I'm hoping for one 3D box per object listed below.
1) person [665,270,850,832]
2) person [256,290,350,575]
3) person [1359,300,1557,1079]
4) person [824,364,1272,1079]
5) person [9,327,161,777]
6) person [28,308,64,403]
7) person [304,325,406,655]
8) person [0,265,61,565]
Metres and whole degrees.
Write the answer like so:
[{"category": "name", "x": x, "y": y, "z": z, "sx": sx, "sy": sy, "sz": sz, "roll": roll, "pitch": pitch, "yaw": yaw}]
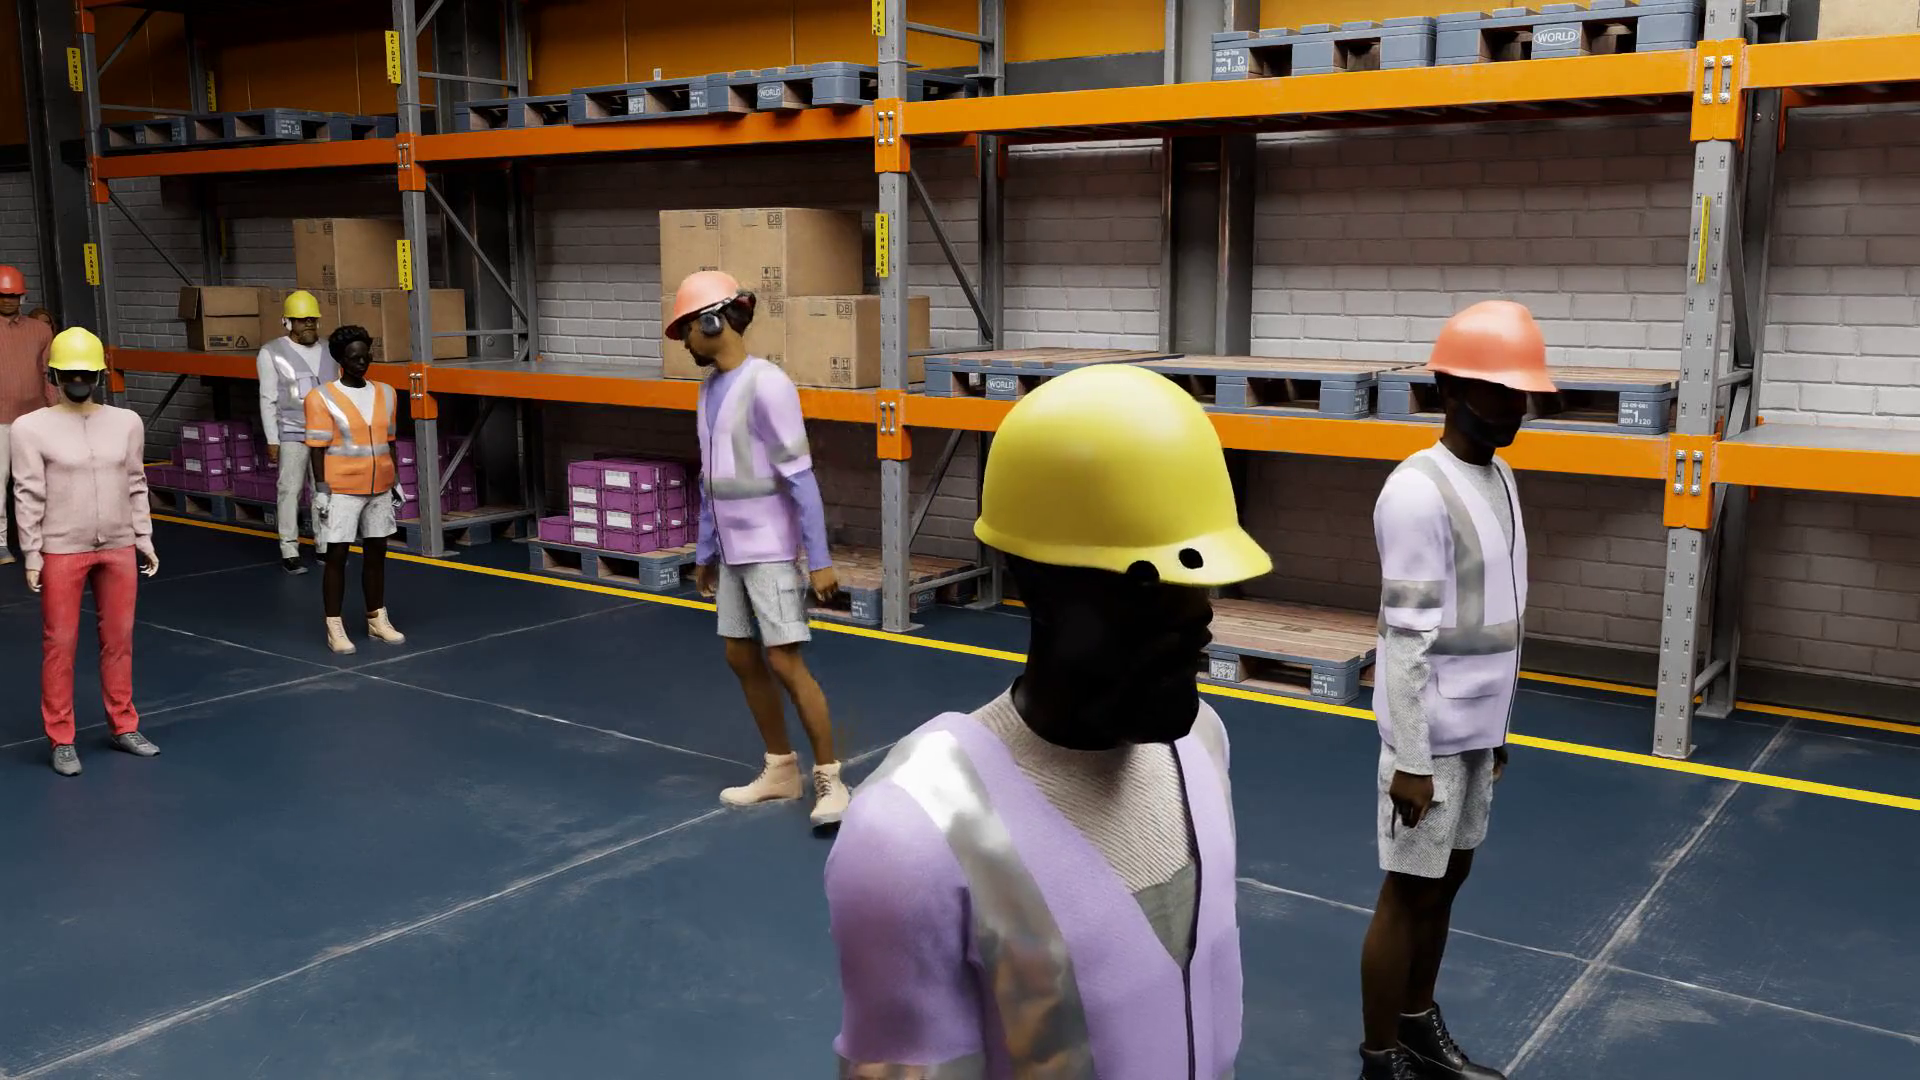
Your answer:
[{"category": "person", "x": -0.714, "y": 0.038, "z": 5.970, "sx": 0.520, "sy": 1.989, "sz": 0.731, "roll": -7, "pitch": 12, "yaw": -36}, {"category": "person", "x": -4.244, "y": -0.701, "z": 10.831, "sx": 0.403, "sy": 1.831, "sz": 0.595, "roll": 7, "pitch": 12, "yaw": 37}, {"category": "person", "x": 1.150, "y": 0.423, "z": 3.835, "sx": 0.374, "sy": 1.934, "sz": 0.549, "roll": 7, "pitch": 12, "yaw": 37}, {"category": "person", "x": 0.120, "y": 0.783, "z": 1.711, "sx": 0.386, "sy": 1.926, "sz": 0.591, "roll": 7, "pitch": 12, "yaw": 37}, {"category": "person", "x": -3.458, "y": 0.040, "z": 6.622, "sx": 0.327, "sy": 1.765, "sz": 0.528, "roll": 7, "pitch": 12, "yaw": 37}, {"category": "person", "x": -7.661, "y": -1.127, "z": 13.961, "sx": 0.271, "sy": 1.632, "sz": 0.503, "roll": 7, "pitch": 12, "yaw": 37}, {"category": "person", "x": -3.126, "y": -0.265, "z": 8.638, "sx": 0.320, "sy": 1.695, "sz": 0.538, "roll": 7, "pitch": 12, "yaw": 37}, {"category": "person", "x": -6.344, "y": -0.839, "z": 11.177, "sx": 0.393, "sy": 1.990, "sz": 0.616, "roll": 7, "pitch": 12, "yaw": 37}]
